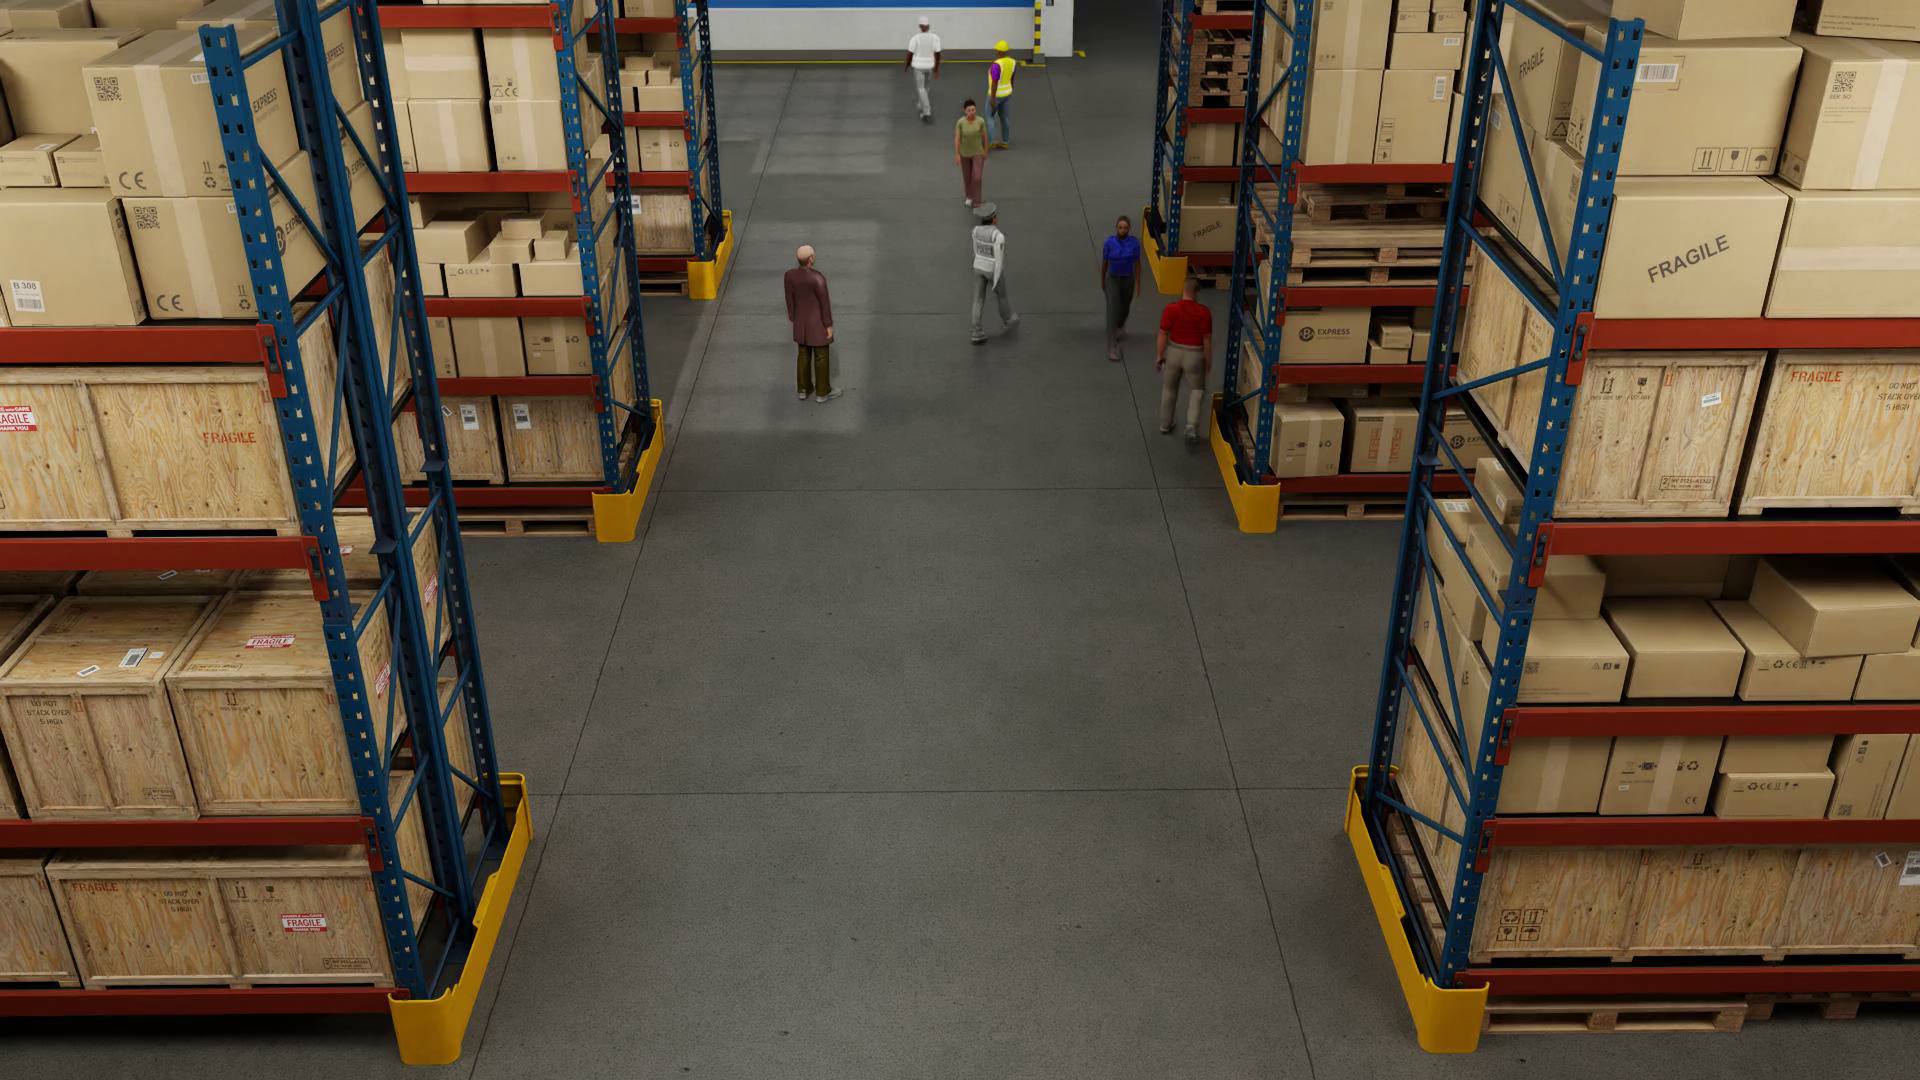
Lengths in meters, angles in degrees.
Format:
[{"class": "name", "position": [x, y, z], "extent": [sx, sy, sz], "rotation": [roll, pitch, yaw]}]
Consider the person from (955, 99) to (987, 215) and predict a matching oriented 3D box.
[{"class": "person", "position": [0.161, -5.686, 24.559], "extent": [0.472, 1.643, 0.853], "rotation": [3, 28, 5]}]

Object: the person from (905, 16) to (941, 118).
[{"class": "person", "position": [-0.681, -8.445, 29.622], "extent": [0.577, 1.740, 0.922], "rotation": [-13, 31, -23]}]

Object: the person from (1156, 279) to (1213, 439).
[{"class": "person", "position": [2.348, -1.894, 17.442], "extent": [0.583, 1.724, 0.618], "rotation": [10, 30, 18]}]

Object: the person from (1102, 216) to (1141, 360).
[{"class": "person", "position": [1.904, -3.059, 19.710], "extent": [0.449, 1.619, 0.957], "rotation": [-2, 28, -4]}]

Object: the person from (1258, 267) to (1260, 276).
[{"class": "person", "position": [3.579, -2.593, 18.703], "extent": [0.540, 1.794, 0.376], "rotation": [6, 29, 12]}]

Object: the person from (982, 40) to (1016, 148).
[{"class": "person", "position": [0.600, -7.453, 27.752], "extent": [0.568, 1.766, 0.594], "rotation": [25, 37, 38]}]

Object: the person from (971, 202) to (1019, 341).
[{"class": "person", "position": [0.392, -3.288, 20.078], "extent": [0.481, 1.662, 0.868], "rotation": [14, 31, 25]}]

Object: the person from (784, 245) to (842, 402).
[{"class": "person", "position": [-1.623, -2.413, 18.379], "extent": [0.549, 1.781, 0.400], "rotation": [14, 31, 24]}]
